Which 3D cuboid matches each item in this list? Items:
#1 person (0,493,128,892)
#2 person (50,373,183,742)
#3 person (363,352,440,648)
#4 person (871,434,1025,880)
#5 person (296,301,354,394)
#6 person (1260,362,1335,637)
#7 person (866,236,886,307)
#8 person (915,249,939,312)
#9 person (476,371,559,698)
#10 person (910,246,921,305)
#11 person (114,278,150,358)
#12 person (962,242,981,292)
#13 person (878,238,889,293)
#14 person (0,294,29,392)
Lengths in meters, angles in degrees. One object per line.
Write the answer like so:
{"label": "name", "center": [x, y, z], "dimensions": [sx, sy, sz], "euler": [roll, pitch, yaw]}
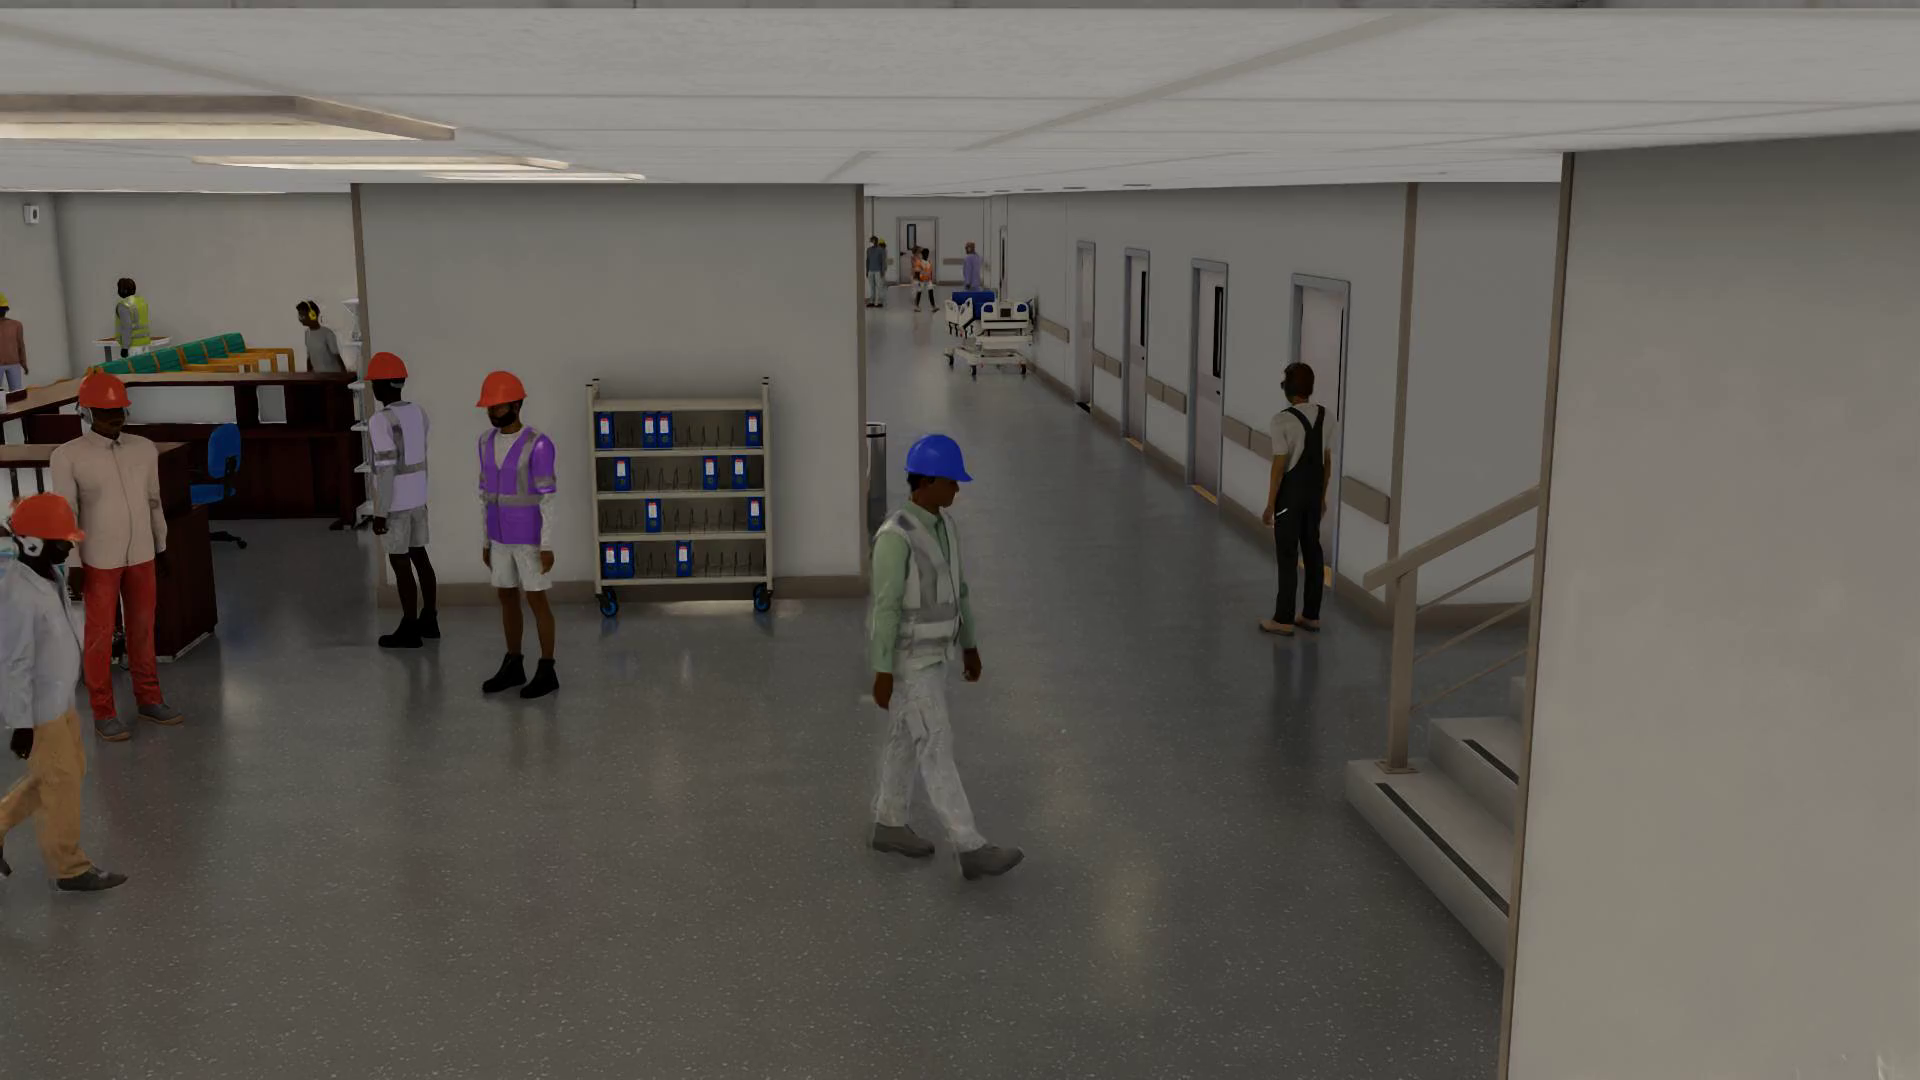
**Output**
{"label": "person", "center": [-3.867, 0.655, 6.912], "dimensions": [0.565, 1.727, 0.583], "euler": [-3, 12, -15]}
{"label": "person", "center": [-4.592, 0.083, 9.070], "dimensions": [0.381, 1.994, 0.617], "euler": [6, 13, 28]}
{"label": "person", "center": [-3.683, -0.259, 10.881], "dimensions": [0.374, 1.935, 0.552], "euler": [3, 12, 13]}
{"label": "person", "center": [-0.057, 0.501, 7.208], "dimensions": [0.808, 1.913, 0.640], "euler": [5, 12, 22]}
{"label": "person", "center": [-7.058, -1.751, 18.508], "dimensions": [0.588, 1.796, 1.008], "euler": [9, 15, 39]}
{"label": "person", "center": [2.250, -0.269, 11.182], "dimensions": [0.520, 1.846, 0.378], "euler": [-6, 13, -28]}
{"label": "person", "center": [-2.307, -7.310, 45.334], "dimensions": [0.635, 1.937, 0.353], "euler": [8, 14, 34]}
{"label": "person", "center": [-0.899, -6.751, 43.298], "dimensions": [0.552, 1.642, 0.885], "euler": [-8, 14, -35]}
{"label": "person", "center": [-2.618, -0.031, 9.768], "dimensions": [0.557, 1.934, 0.377], "euler": [6, 13, 28]}
{"label": "person", "center": [-1.238, -7.379, 46.402], "dimensions": [0.310, 1.642, 0.514], "euler": [2, 12, 11]}
{"label": "person", "center": [-11.492, -2.712, 23.107], "dimensions": [0.430, 1.845, 0.624], "euler": [0, 12, 1]}
{"label": "person", "center": [0.261, -6.259, 40.299], "dimensions": [0.418, 1.896, 0.640], "euler": [7, 13, 30]}
{"label": "person", "center": [-2.410, -8.575, 52.040], "dimensions": [0.452, 1.747, 0.515], "euler": [-9, 14, -36]}
{"label": "person", "center": [-11.868, -2.176, 20.669], "dimensions": [0.321, 1.769, 0.523], "euler": [10, 15, 41]}
